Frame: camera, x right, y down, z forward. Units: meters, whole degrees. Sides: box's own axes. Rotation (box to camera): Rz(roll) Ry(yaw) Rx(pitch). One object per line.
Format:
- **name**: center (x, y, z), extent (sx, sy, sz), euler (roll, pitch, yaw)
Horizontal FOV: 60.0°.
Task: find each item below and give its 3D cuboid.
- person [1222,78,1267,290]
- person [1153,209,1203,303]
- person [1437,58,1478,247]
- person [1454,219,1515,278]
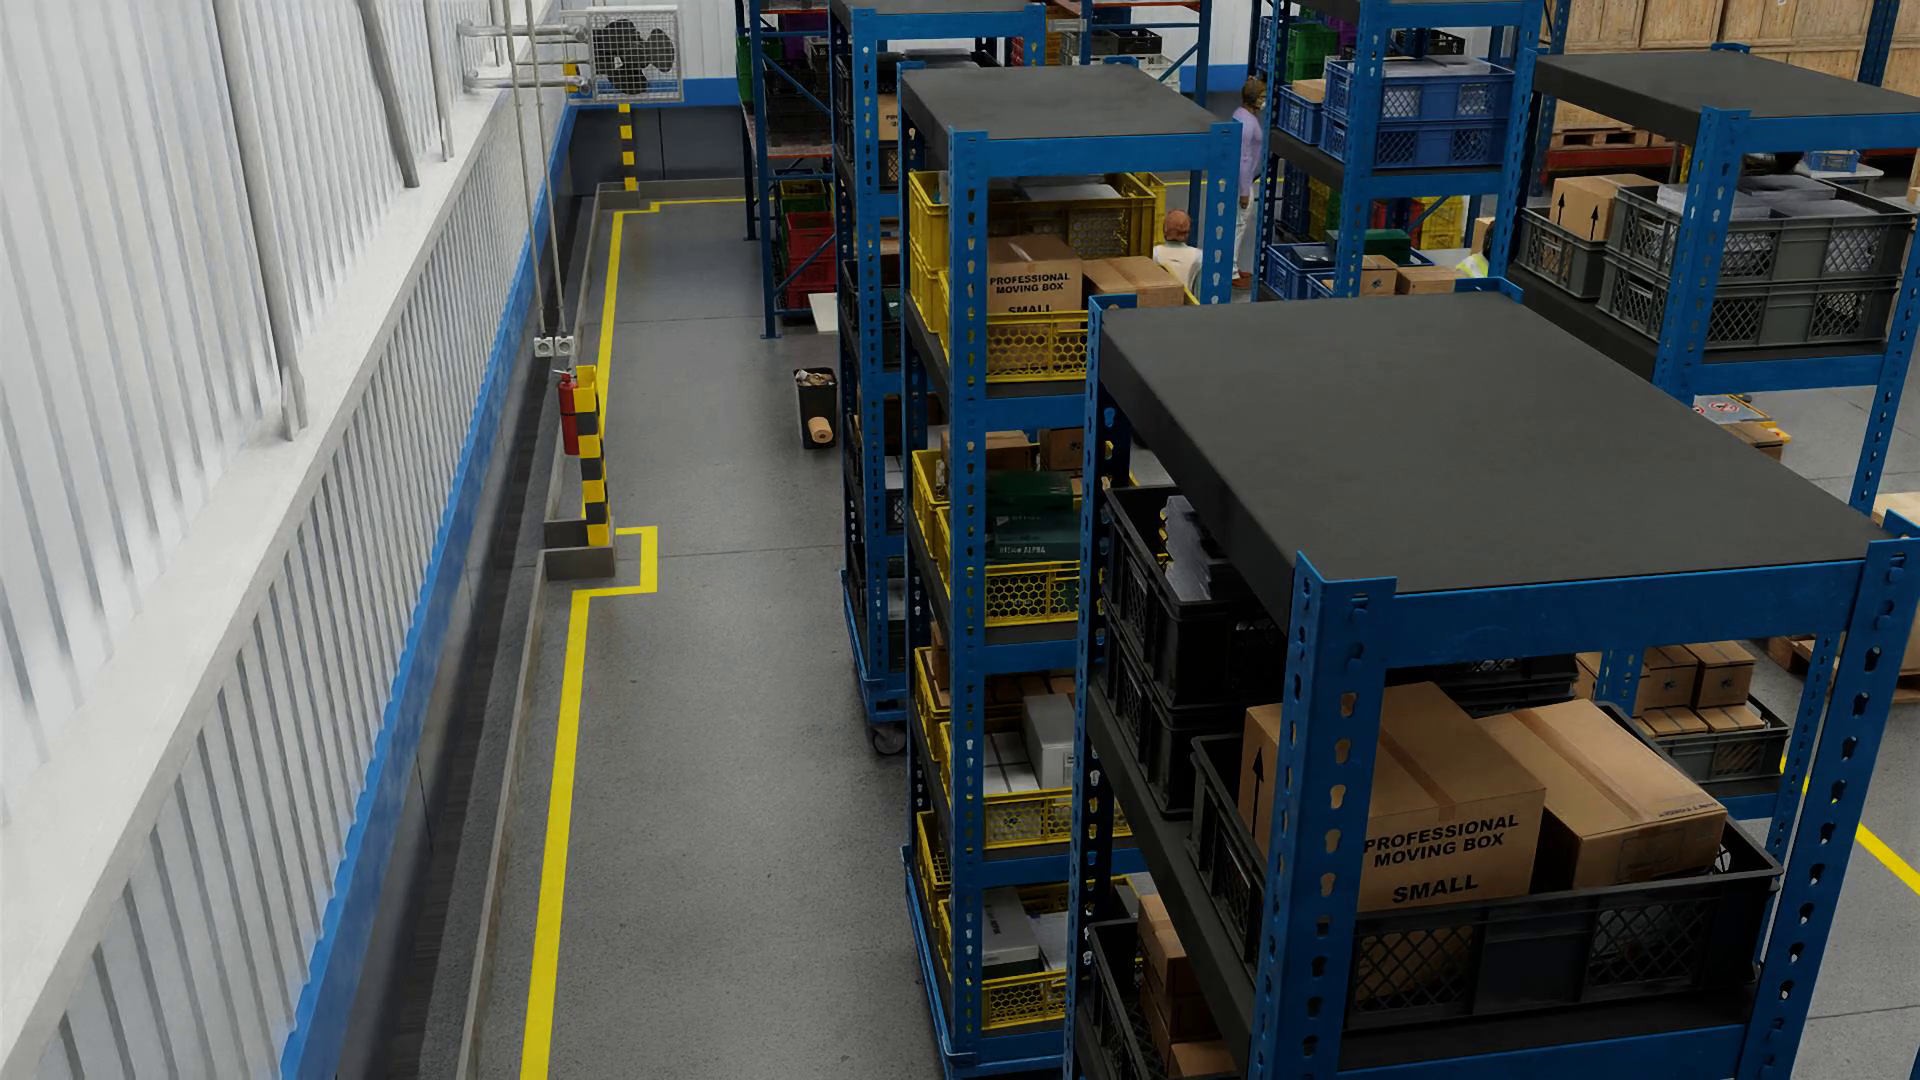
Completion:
- **person**: center (2.626, -3.311, 15.492), extent (0.370, 1.932, 0.634), euler (3, 25, 6)
- **person**: center (1.532, -1.588, 12.102), extent (0.523, 1.631, 0.314), euler (0, 25, 0)
- **person**: center (5.115, -3.936, 16.907), extent (0.337, 1.881, 0.584), euler (1, 25, 2)
- **person**: center (3.495, -1.242, 11.104), extent (0.624, 1.841, 0.430), euler (-12, 27, -24)
